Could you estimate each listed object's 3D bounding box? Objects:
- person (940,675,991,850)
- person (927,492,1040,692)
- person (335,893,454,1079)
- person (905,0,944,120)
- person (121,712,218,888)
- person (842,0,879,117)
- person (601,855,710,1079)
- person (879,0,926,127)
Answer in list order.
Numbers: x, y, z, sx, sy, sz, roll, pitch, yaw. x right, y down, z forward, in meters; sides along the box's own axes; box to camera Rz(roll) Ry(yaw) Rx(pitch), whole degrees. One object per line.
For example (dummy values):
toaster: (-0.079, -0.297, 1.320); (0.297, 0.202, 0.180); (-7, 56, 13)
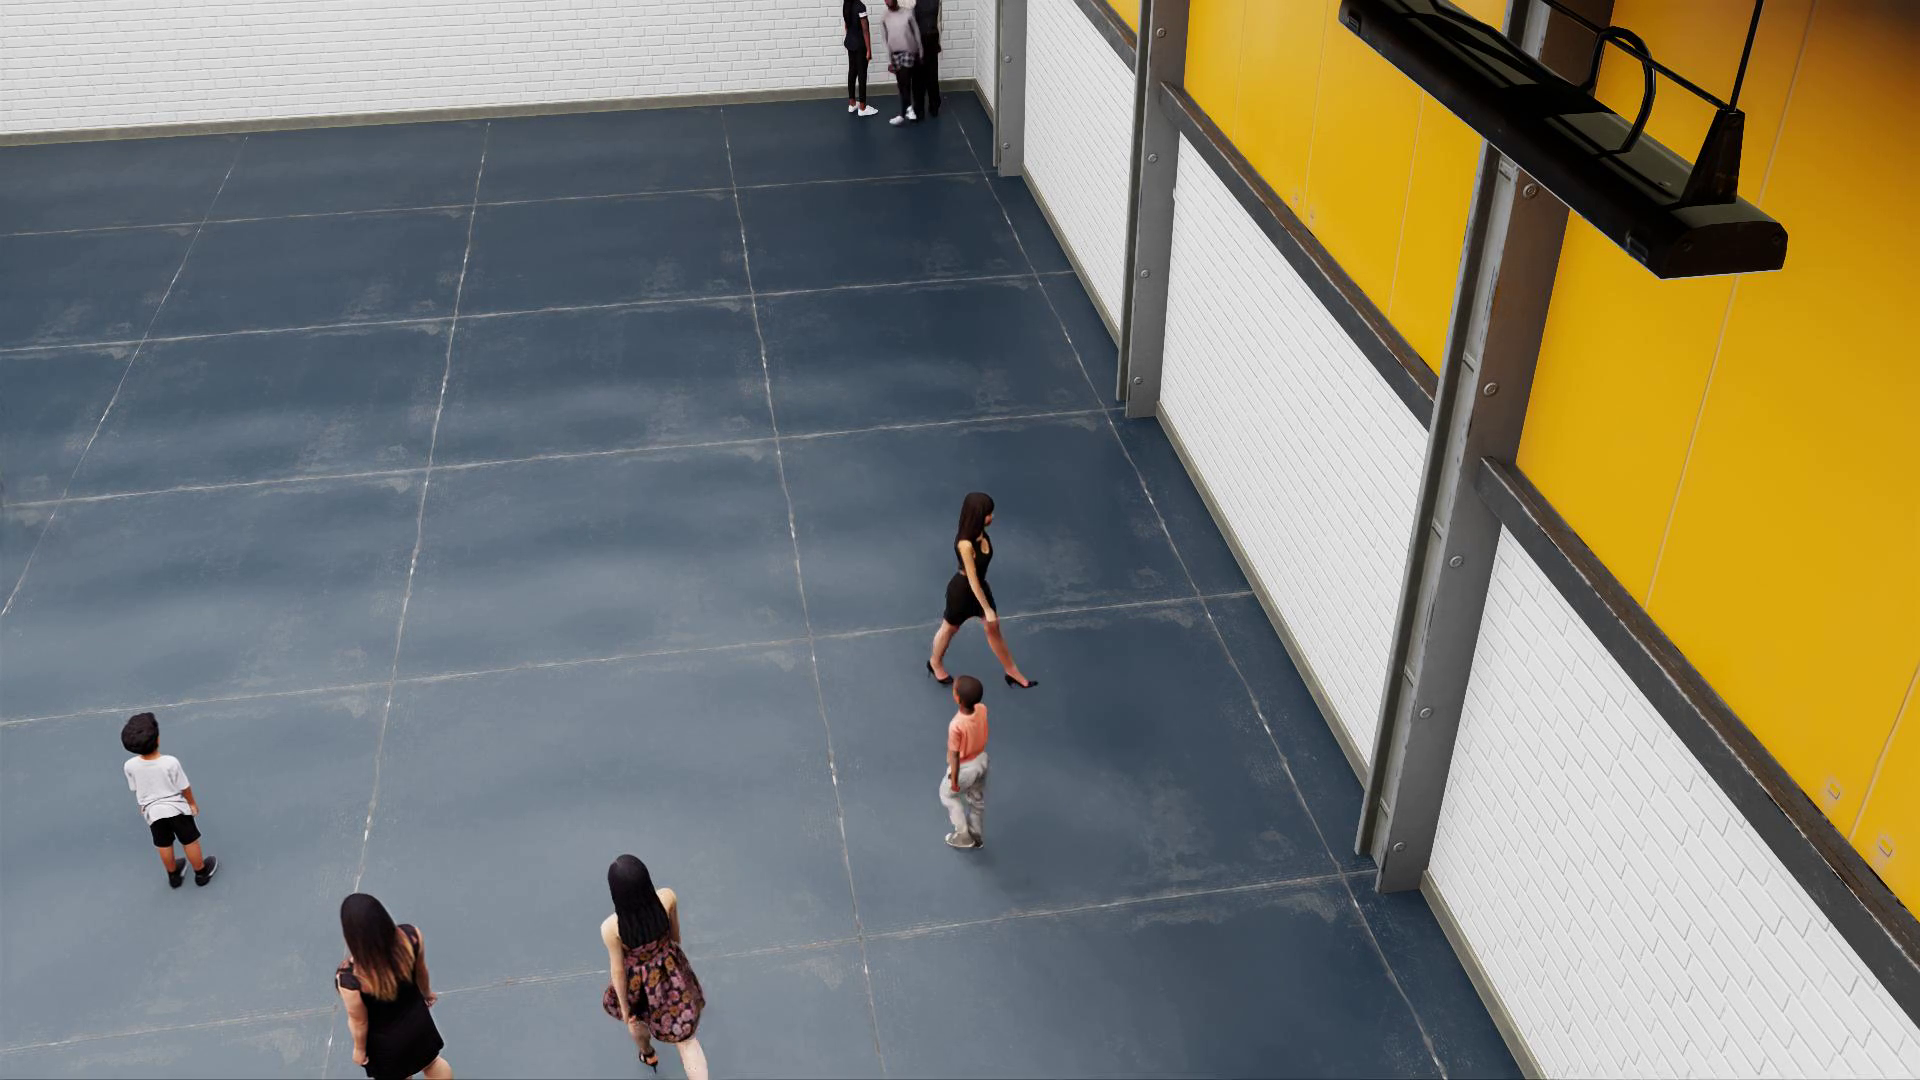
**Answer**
person: (0.092, 1.395, 10.156); (0.563, 1.301, 0.601); (-24, 41, -32)
person: (-0.034, 0.383, 11.406); (0.965, 1.602, 1.047); (12, 36, 18)
person: (-2.790, 2.416, 8.246); (0.827, 1.716, 0.751); (18, 38, 25)
person: (-0.465, -6.377, 21.291); (0.764, 1.919, 0.707); (-17, 37, -24)
person: (-4.750, 1.571, 9.931); (0.473, 1.257, 0.482); (-5, 34, -8)
person: (-1.317, -6.367, 21.447); (0.772, 1.729, 0.677); (-24, 41, -32)
person: (-1.501, 2.309, 8.384); (0.925, 1.741, 1.234); (-19, 38, -26)
person: (-0.695, -6.165, 21.147); (0.929, 1.725, 1.108); (2, 34, 3)
